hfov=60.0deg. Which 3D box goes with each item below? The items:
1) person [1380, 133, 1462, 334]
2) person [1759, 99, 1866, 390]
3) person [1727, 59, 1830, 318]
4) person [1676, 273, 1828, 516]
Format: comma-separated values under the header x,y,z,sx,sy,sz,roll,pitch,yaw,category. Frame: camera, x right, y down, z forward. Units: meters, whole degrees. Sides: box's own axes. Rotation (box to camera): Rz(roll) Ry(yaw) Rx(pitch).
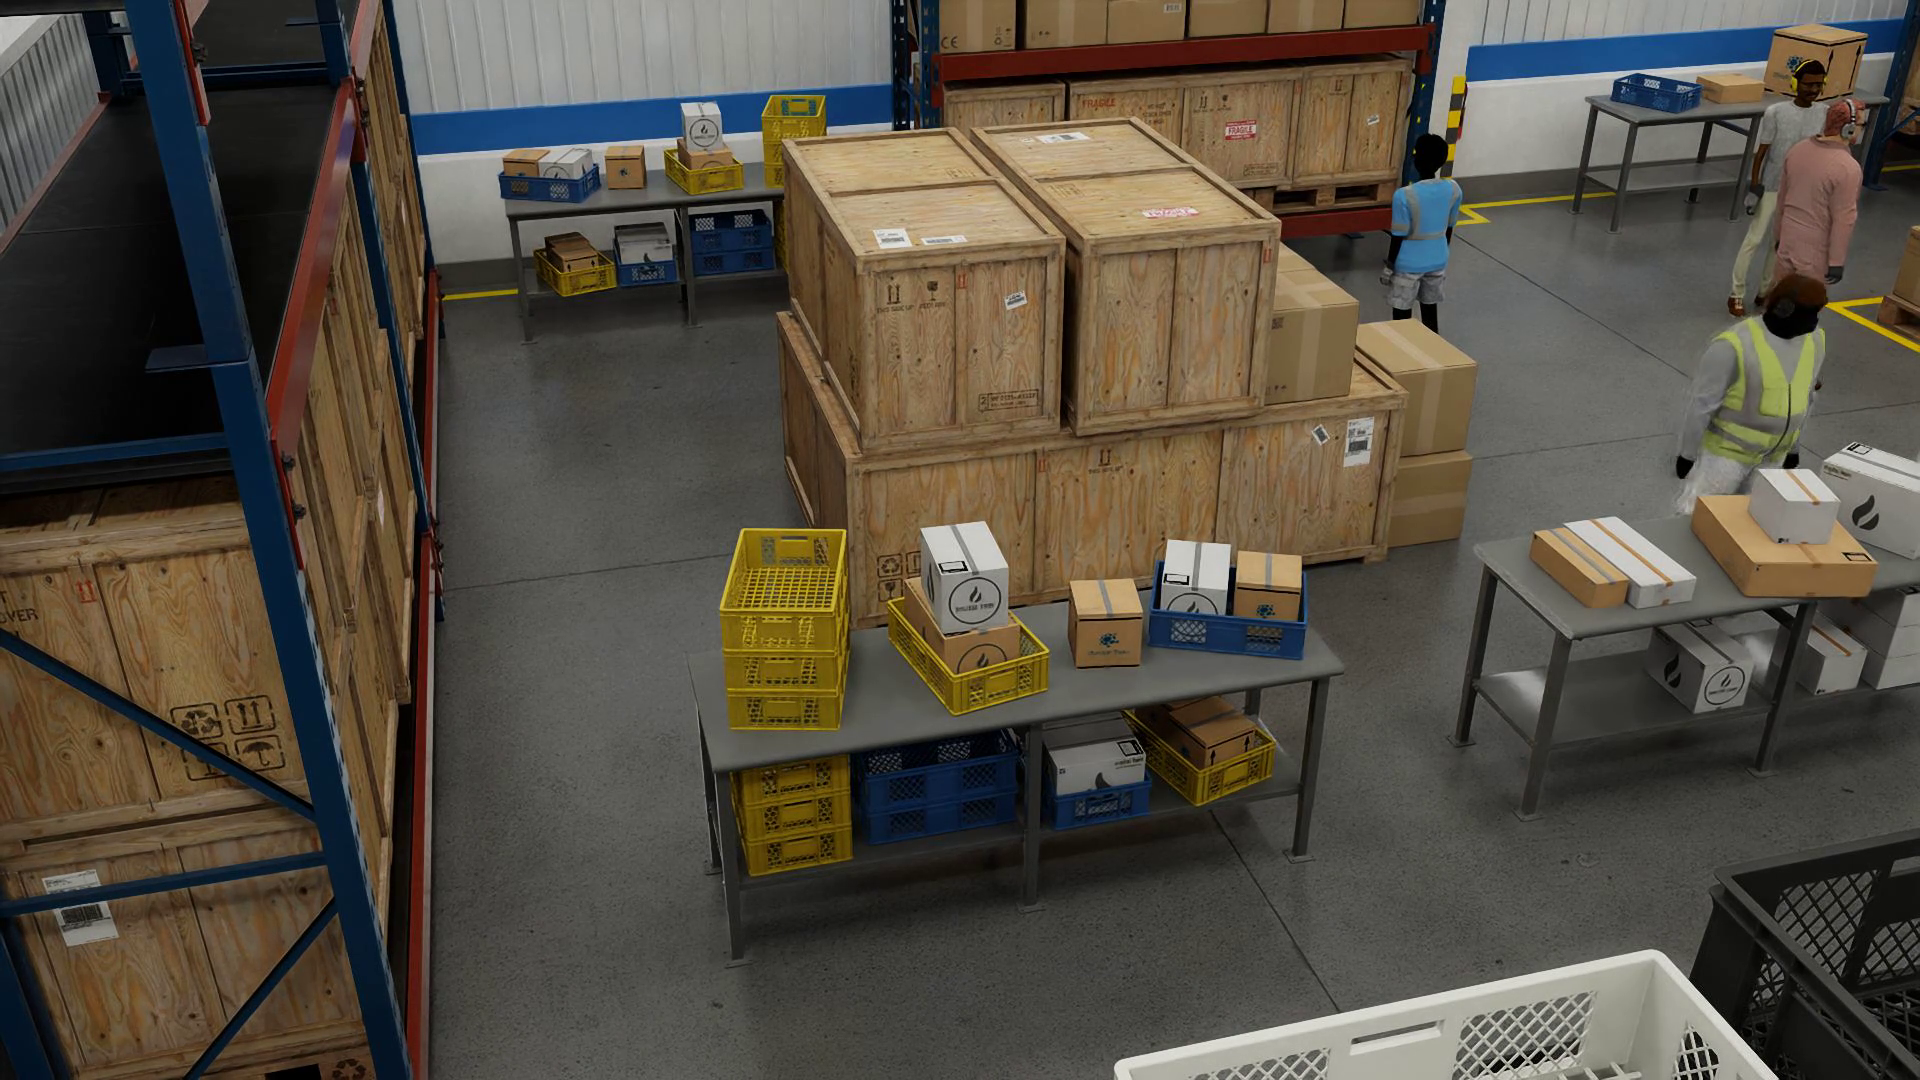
x,y,z,sx,sy,sz,roll,pitch,yaw,category
2.996,-1.812,10.906,0.536,1.697,0.322,-13,31,-22,person
5.601,-1.934,10.916,0.409,1.907,0.651,-6,29,-11,person
5.952,-2.528,12.031,0.515,1.872,0.328,-3,29,-5,person
3.916,-0.473,8.363,0.702,1.823,0.494,-8,30,-15,person
